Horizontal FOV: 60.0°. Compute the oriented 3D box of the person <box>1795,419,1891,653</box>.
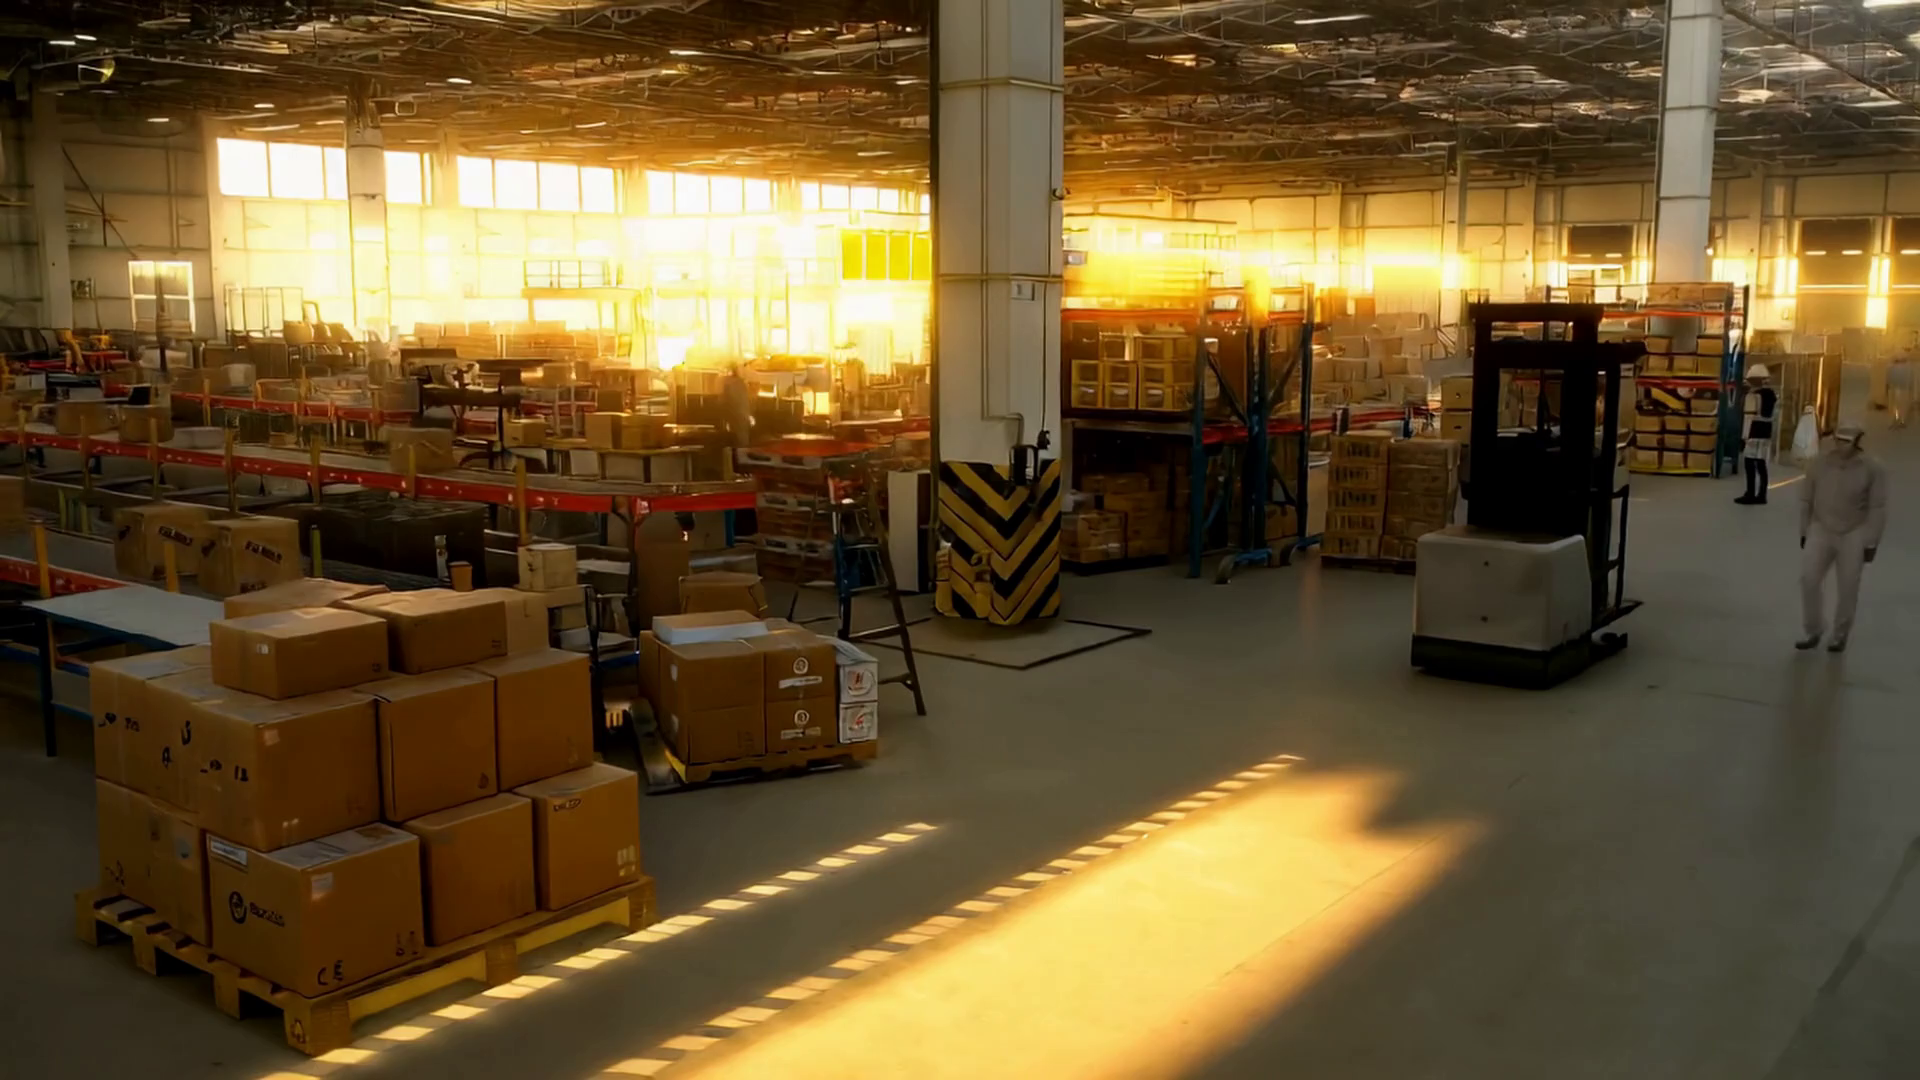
[{"bbox_3d":[7.019,-0.021,13.325,0.643,1.888,0.658,-8,12,-43],"label":"person"}]

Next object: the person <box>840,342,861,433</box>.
[{"bbox_3d":[-2.210,-3.093,33.973,0.510,1.914,0.581,-6,11,-37],"label":"person"}]

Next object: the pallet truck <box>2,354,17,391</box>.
[{"bbox_3d":[-24.881,-4.417,42.634,1.885,1.965,0.823,8,11,41],"label":"pallet truck"}]

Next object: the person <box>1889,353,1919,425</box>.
[{"bbox_3d":[20.797,-3.289,36.386,0.856,1.593,0.539,2,9,11],"label":"person"}]

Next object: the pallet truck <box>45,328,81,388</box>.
[{"bbox_3d":[-23.775,-4.544,43.495,1.885,1.965,0.823,6,10,35],"label":"pallet truck"}]

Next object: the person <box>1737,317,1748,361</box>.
[{"bbox_3d":[33.494,-8.643,71.193,0.475,1.980,0.627,-1,9,-8],"label":"person"}]

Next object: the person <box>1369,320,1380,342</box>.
[{"bbox_3d":[15.548,-7.376,62.919,0.924,1.897,0.553,-4,9,-27],"label":"person"}]

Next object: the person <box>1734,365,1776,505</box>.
[{"bbox_3d":[10.911,-1.439,22.828,0.546,1.927,0.400,-4,10,-27],"label":"person"}]

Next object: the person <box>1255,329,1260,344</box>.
[{"bbox_3d":[12.398,-8.159,68.394,0.505,1.840,0.346,2,9,14],"label":"person"}]

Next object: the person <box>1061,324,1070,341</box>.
[{"bbox_3d":[3.647,-6.789,59.214,0.586,1.837,1.007,3,9,20],"label":"person"}]

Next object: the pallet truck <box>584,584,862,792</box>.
[{"bbox_3d":[-1.426,0.805,10.019,1.601,1.201,0.680,-4,9,-26],"label":"pallet truck"}]

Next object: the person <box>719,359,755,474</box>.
[{"bbox_3d":[-3.443,-1.949,26.453,0.976,1.852,0.676,2,9,11],"label":"person"}]

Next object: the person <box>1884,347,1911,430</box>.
[{"bbox_3d":[19.968,-3.222,35.399,0.436,1.749,0.543,-4,9,-26],"label":"person"}]

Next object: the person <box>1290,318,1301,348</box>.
[{"bbox_3d":[17.593,-10.969,87.539,0.989,1.786,0.642,4,9,23],"label":"person"}]

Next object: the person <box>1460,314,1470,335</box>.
[{"bbox_3d":[24.003,-9.815,79.289,0.628,1.926,0.649,6,10,33],"label":"person"}]

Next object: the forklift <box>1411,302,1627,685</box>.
[{"bbox_3d":[4.379,-0.438,12.852,1.129,2.768,1.873,7,11,37],"label":"forklift"}]

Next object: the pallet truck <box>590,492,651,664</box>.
[{"bbox_3d":[-3.115,0.344,12.883,0.653,1.274,1.630,7,11,37],"label":"pallet truck"}]
